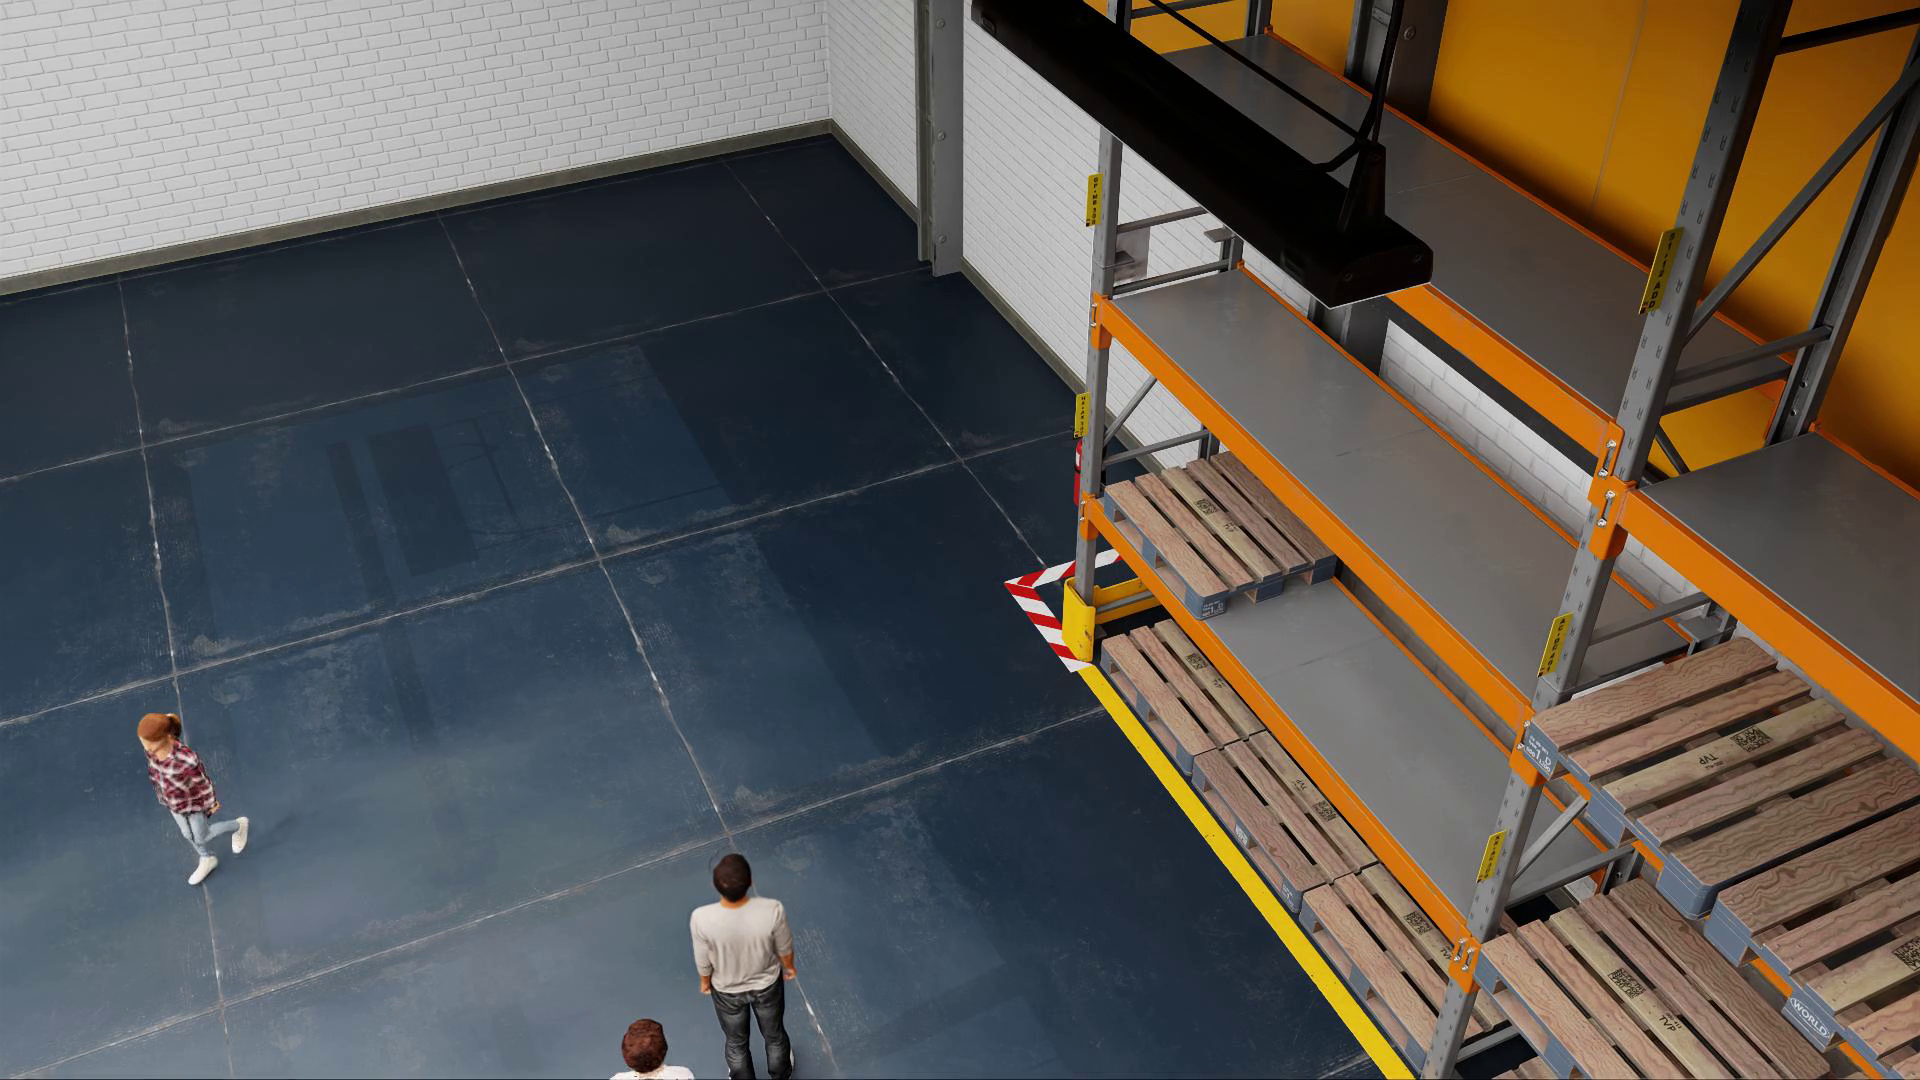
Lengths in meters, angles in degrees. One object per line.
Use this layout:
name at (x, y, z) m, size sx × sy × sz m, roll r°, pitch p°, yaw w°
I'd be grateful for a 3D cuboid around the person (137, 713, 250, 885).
person at (-4.506, 1.460, 9.799) m, size 0.738 × 1.296 × 0.794 m, roll 15°, pitch 41°, yaw 18°

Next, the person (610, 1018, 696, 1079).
person at (-1.374, 2.865, 7.770) m, size 0.773 × 1.632 × 1.026 m, roll -5°, pitch 39°, yaw -7°

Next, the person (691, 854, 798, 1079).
person at (-1.076, 2.228, 8.423) m, size 0.693 × 1.812 × 0.623 m, roll -8°, pitch 39°, yaw -10°
